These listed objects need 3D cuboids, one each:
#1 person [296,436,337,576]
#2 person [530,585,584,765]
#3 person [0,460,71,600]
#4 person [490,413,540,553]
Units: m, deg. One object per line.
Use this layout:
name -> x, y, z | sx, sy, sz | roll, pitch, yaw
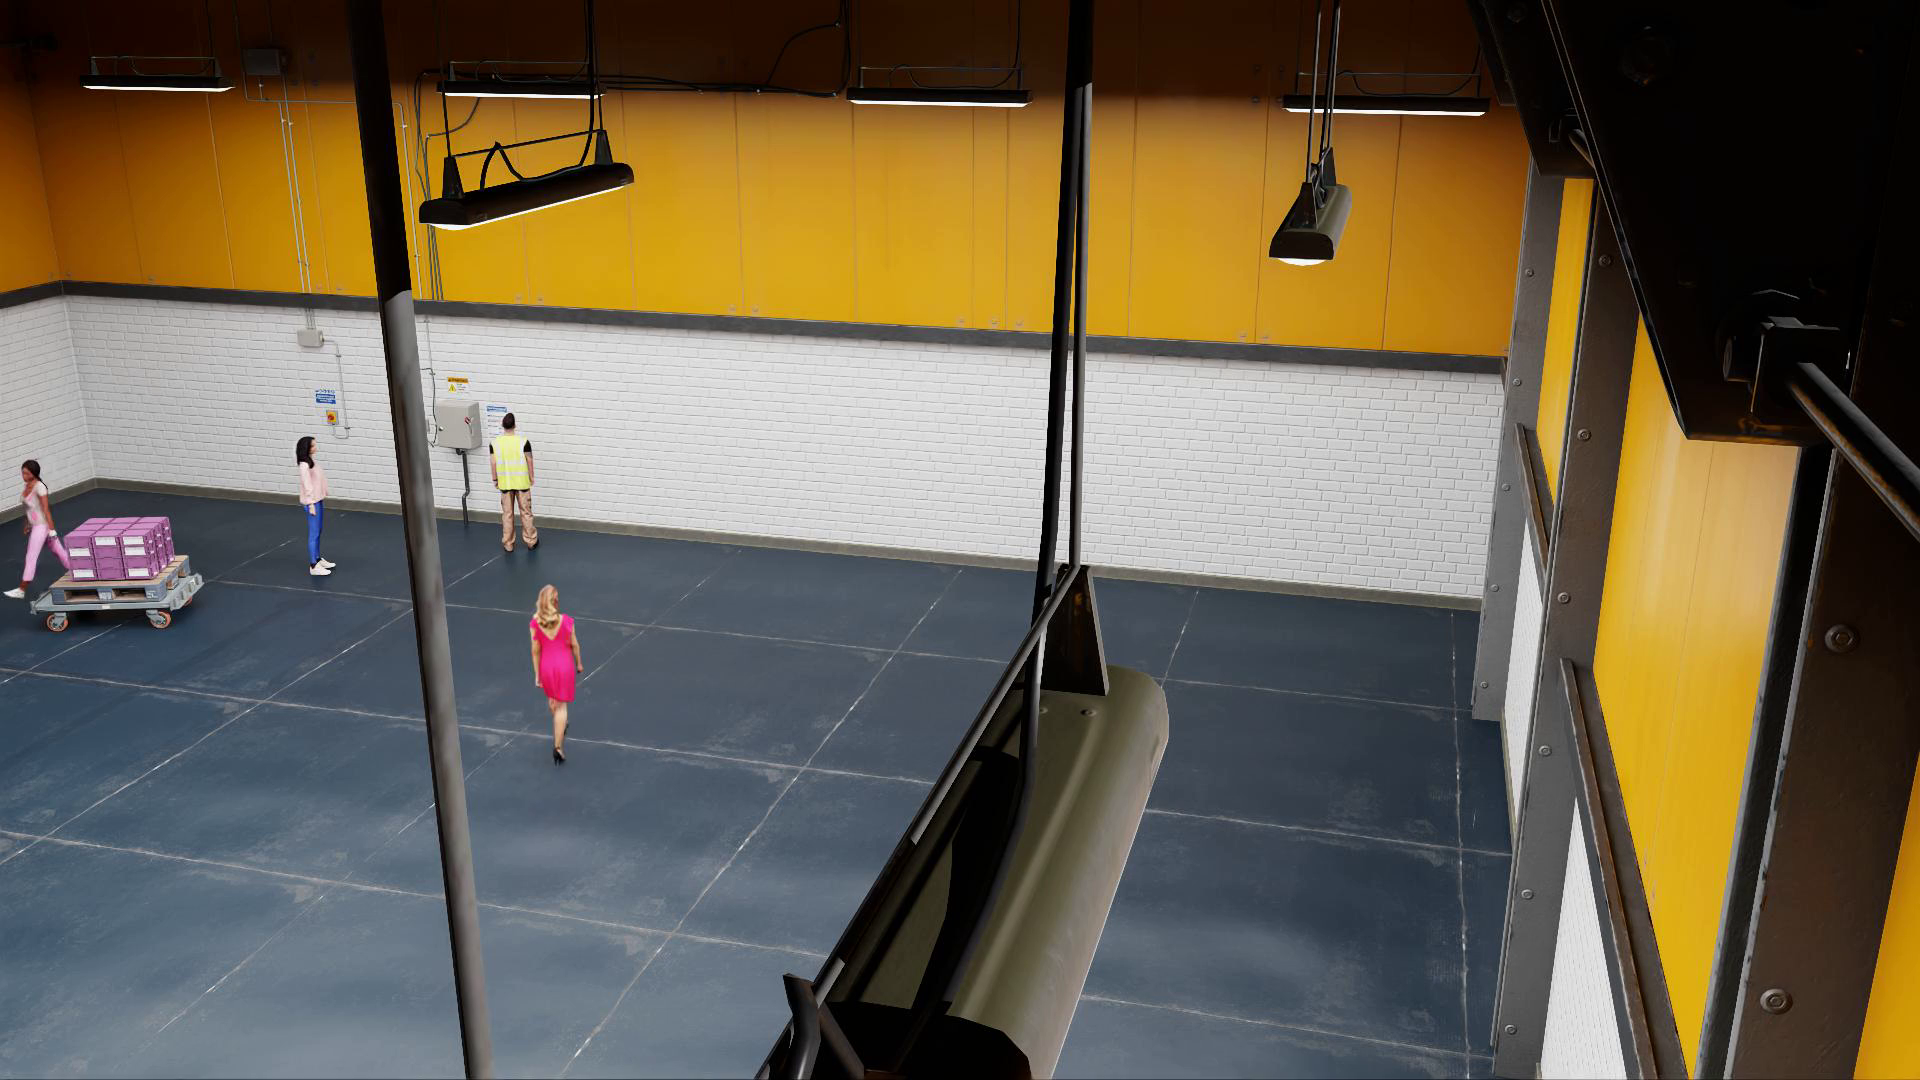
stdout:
person -> -8.089, -0.449, 20.792 | 0.784, 1.768, 0.631 | -3, 19, -8
person -> -3.831, 1.293, 15.737 | 0.735, 1.693, 1.069 | 1, 19, 2
person -> -10.928, -0.136, 19.981 | 1.222, 1.692, 1.024 | -15, 24, -38
person -> -5.785, -0.756, 21.579 | 0.831, 1.846, 0.868 | -4, 19, -11
